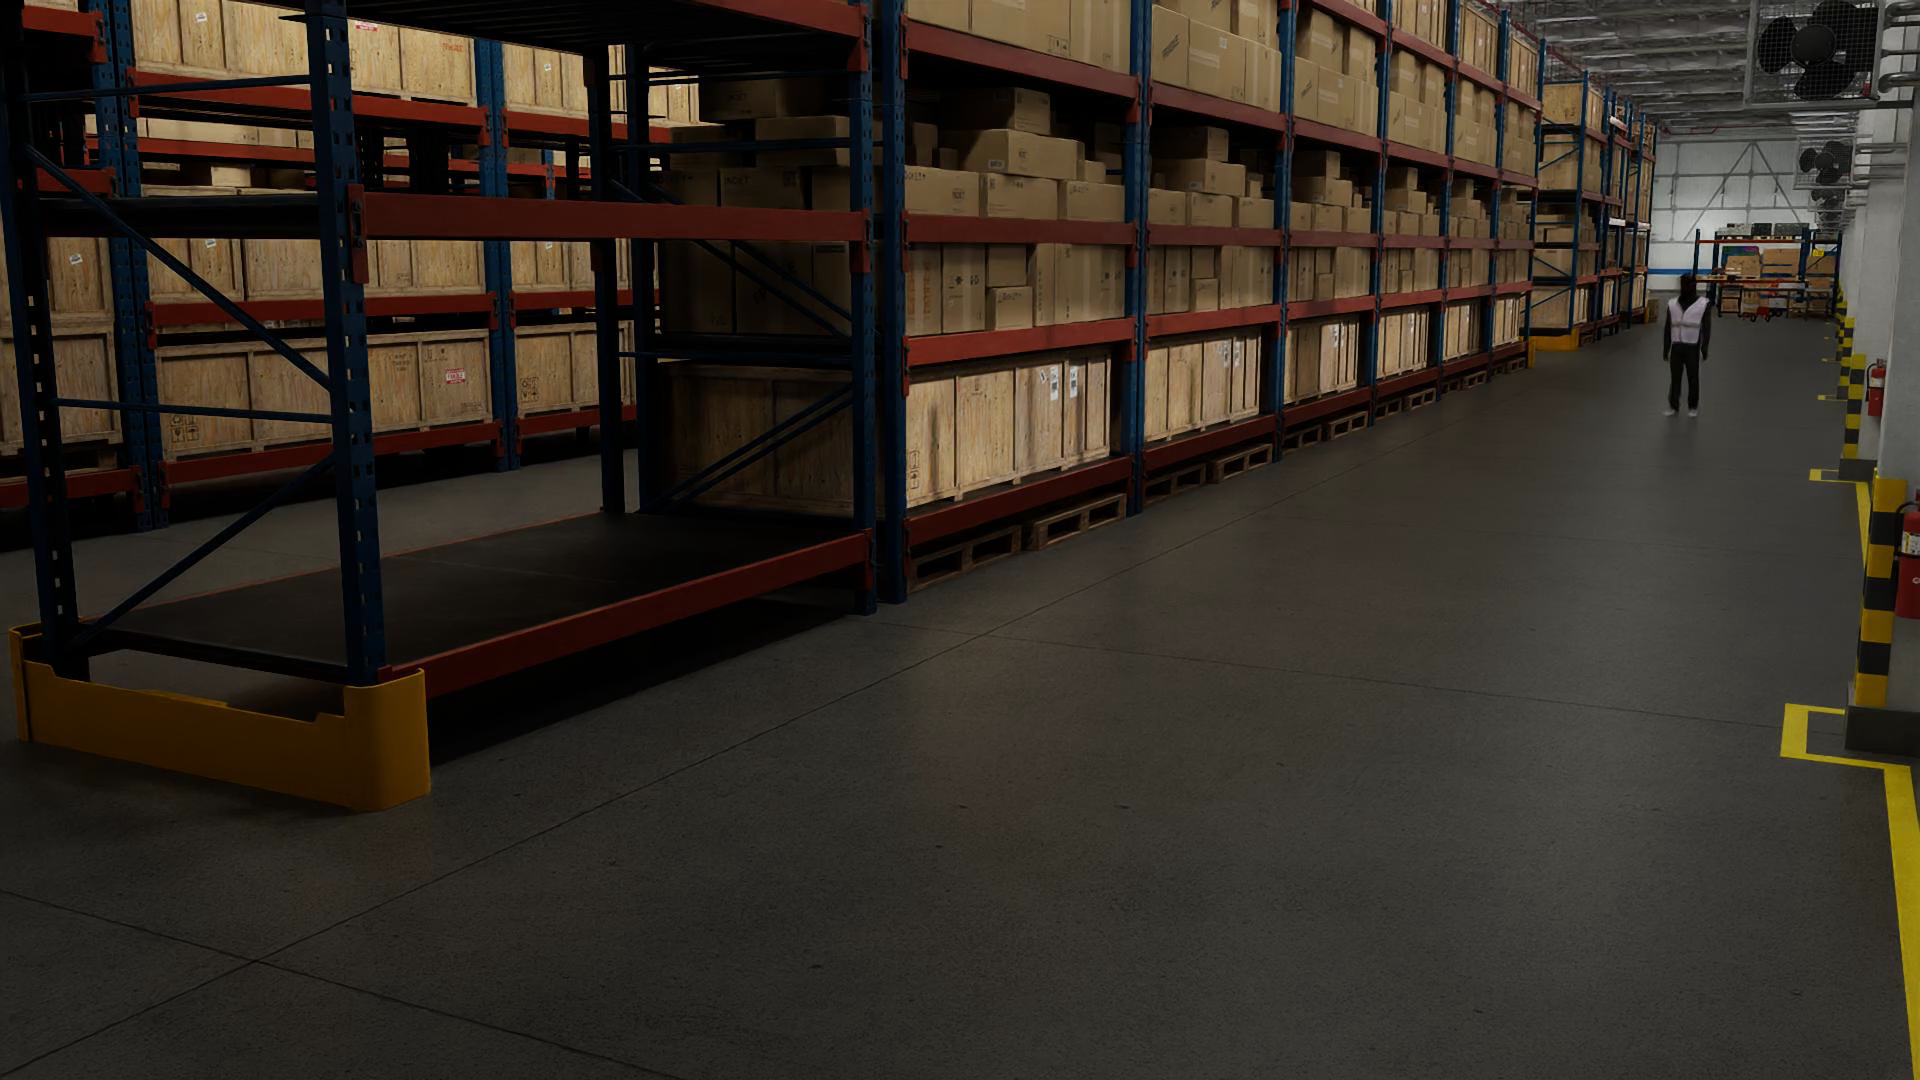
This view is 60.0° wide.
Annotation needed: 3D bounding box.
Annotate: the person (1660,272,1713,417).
[{"bbox_3d":[9.693,-2.602,22.197,0.374,1.917,0.596,-9,13,-43],"label":"person"}]
